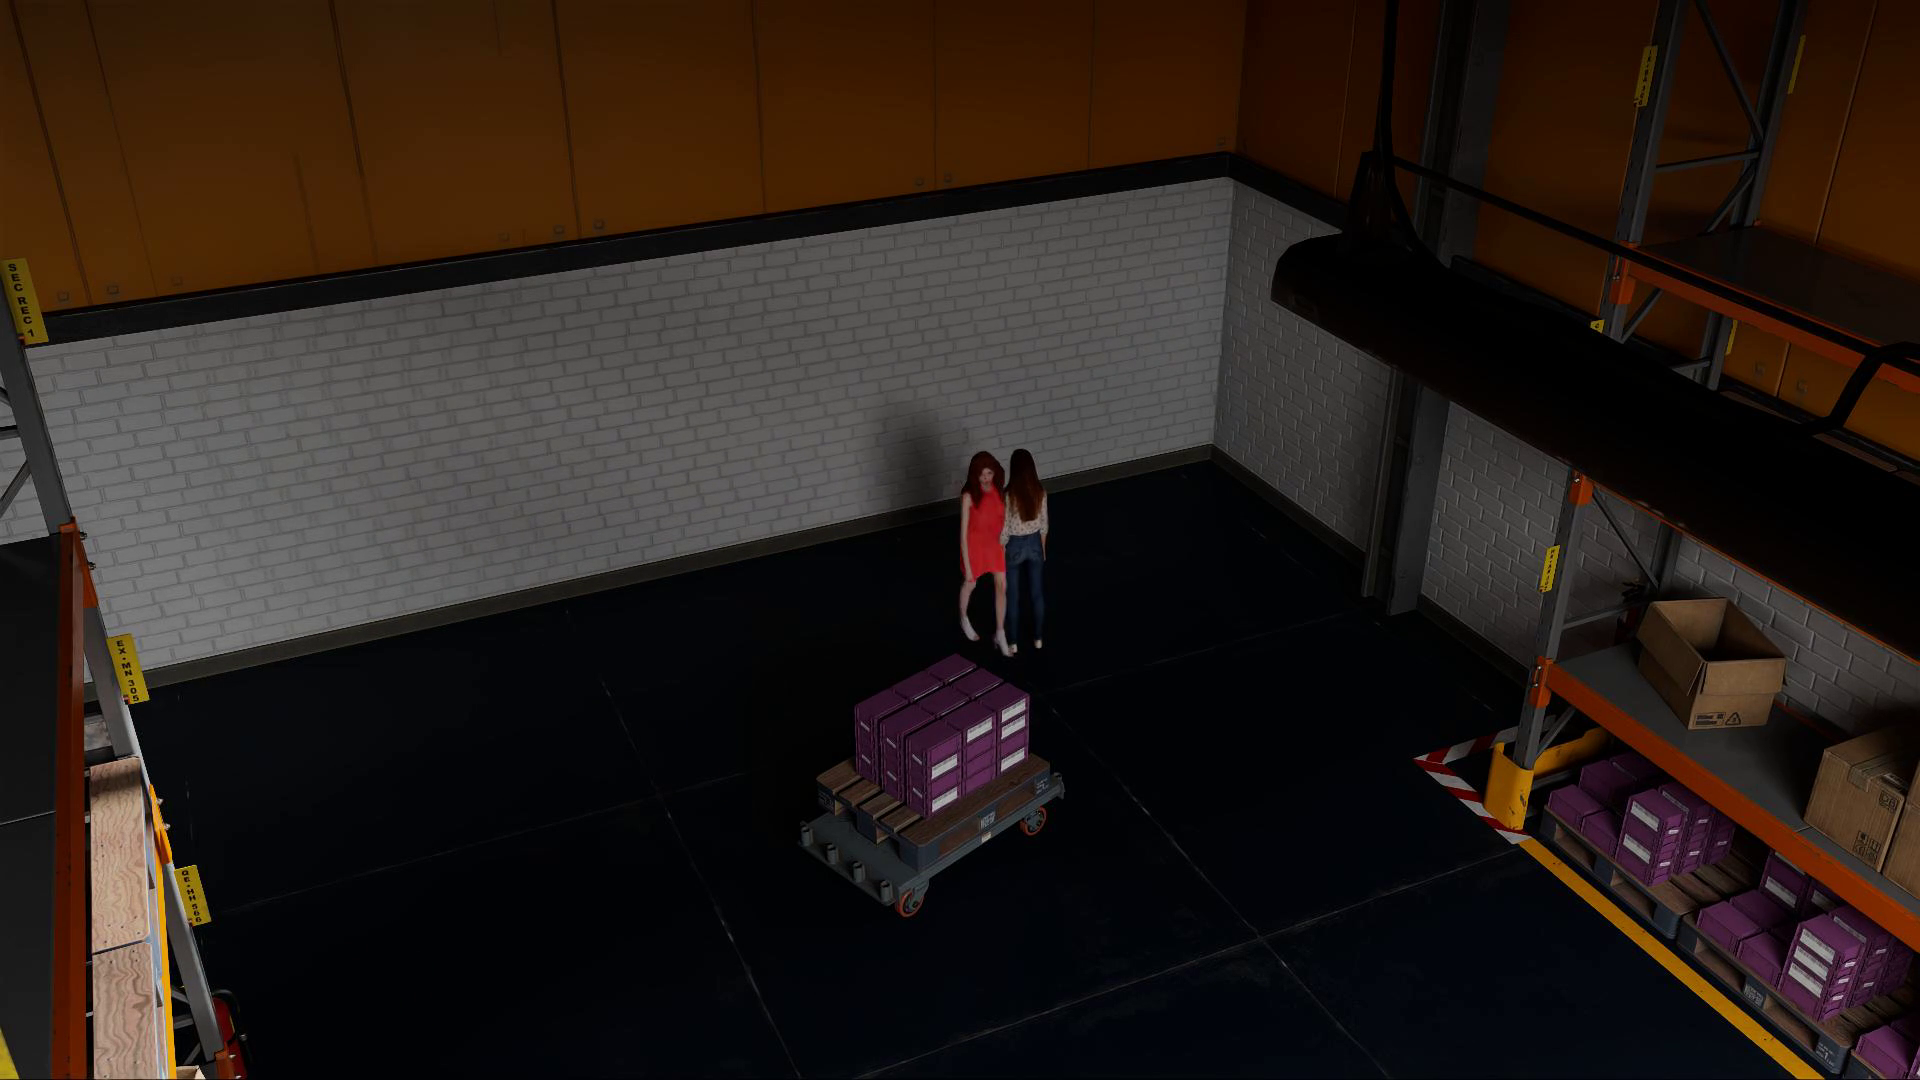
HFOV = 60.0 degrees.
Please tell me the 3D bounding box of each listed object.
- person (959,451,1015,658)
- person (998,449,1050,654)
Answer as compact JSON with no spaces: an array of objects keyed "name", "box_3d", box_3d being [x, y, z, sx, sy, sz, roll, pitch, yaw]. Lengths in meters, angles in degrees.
[{"name":"person","box_3d":[0.138,0.062,12.959,0.668,1.783,0.879,-23,36,-36]},{"name":"person","box_3d":[0.488,0.083,12.978,0.603,1.728,0.540,-9,30,-15]}]
